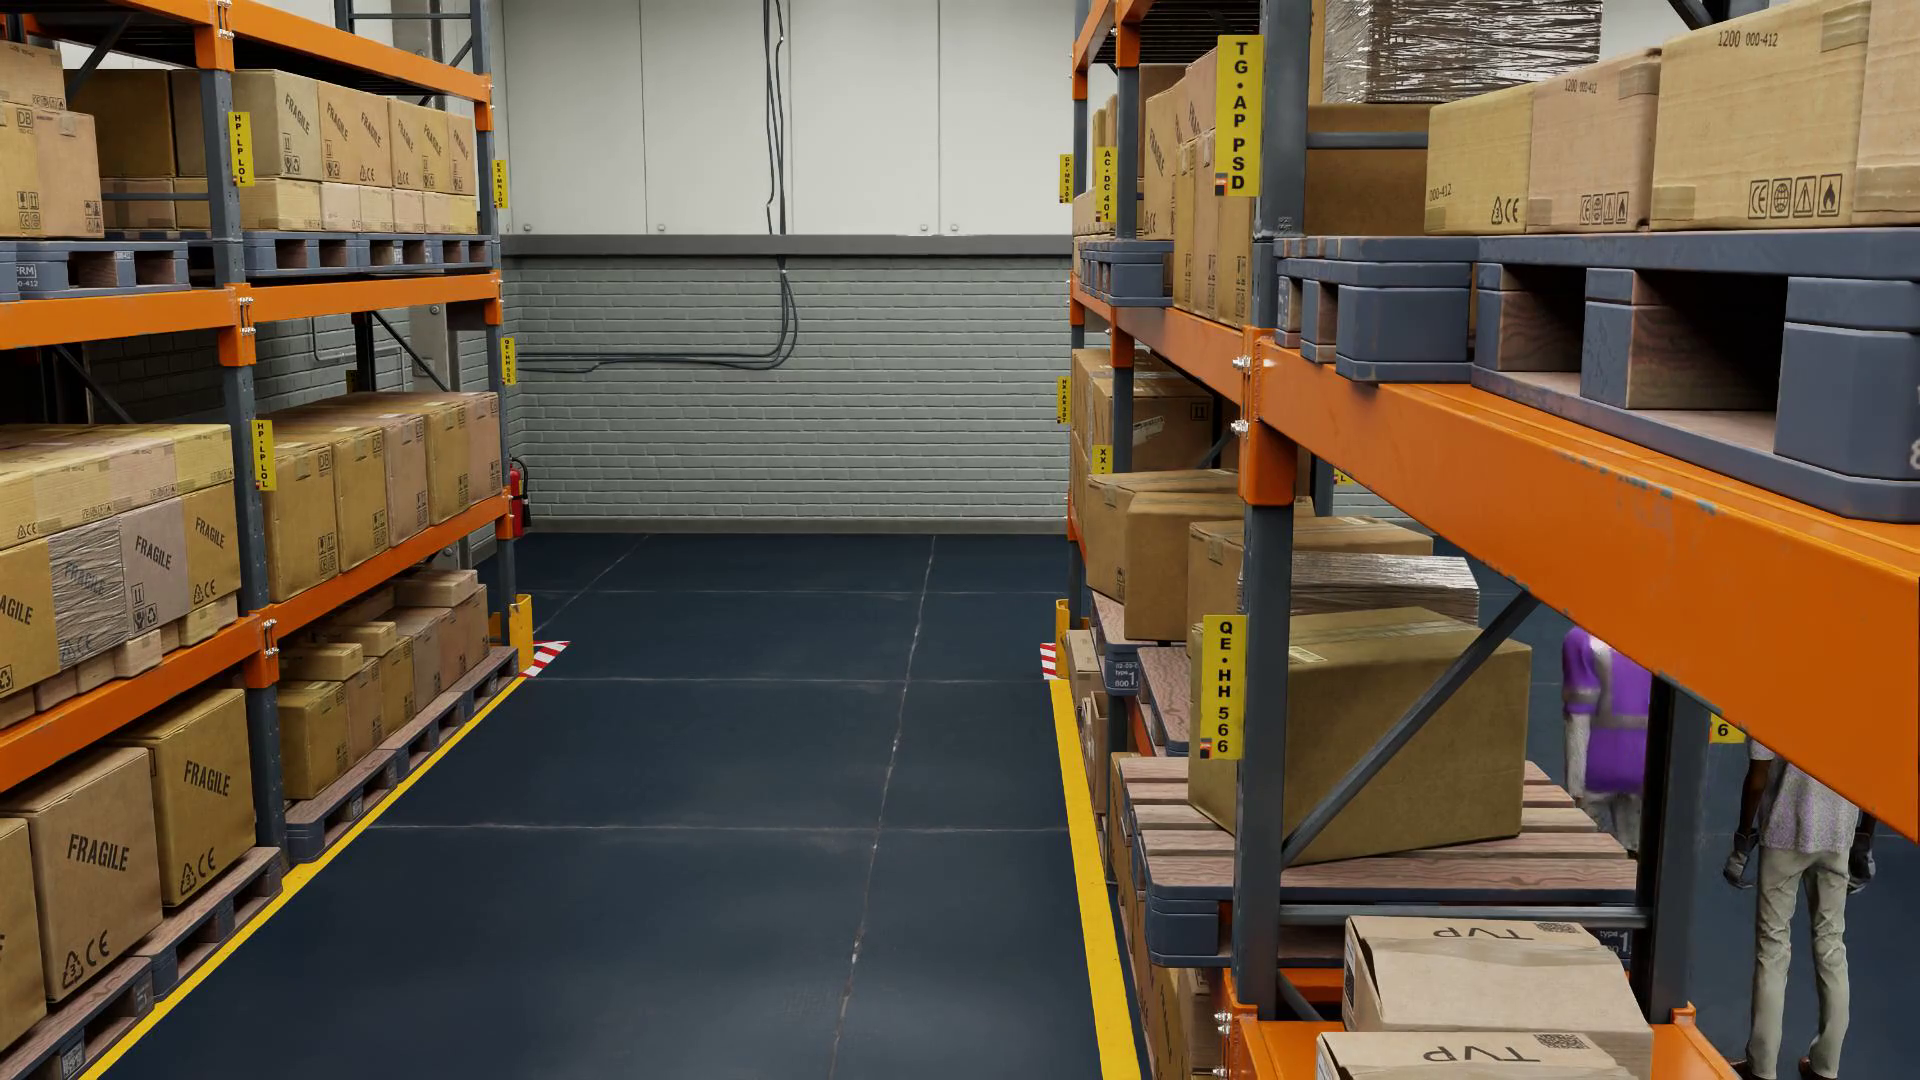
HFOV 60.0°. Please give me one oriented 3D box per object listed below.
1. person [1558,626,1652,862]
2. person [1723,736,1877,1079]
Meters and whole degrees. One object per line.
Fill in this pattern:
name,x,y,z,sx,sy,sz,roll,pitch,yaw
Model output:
person,2.607,0.896,6.779,0.544,1.889,0.952,-2,10,-11
person,2.968,1.071,5.868,0.513,1.872,0.328,0,10,1
